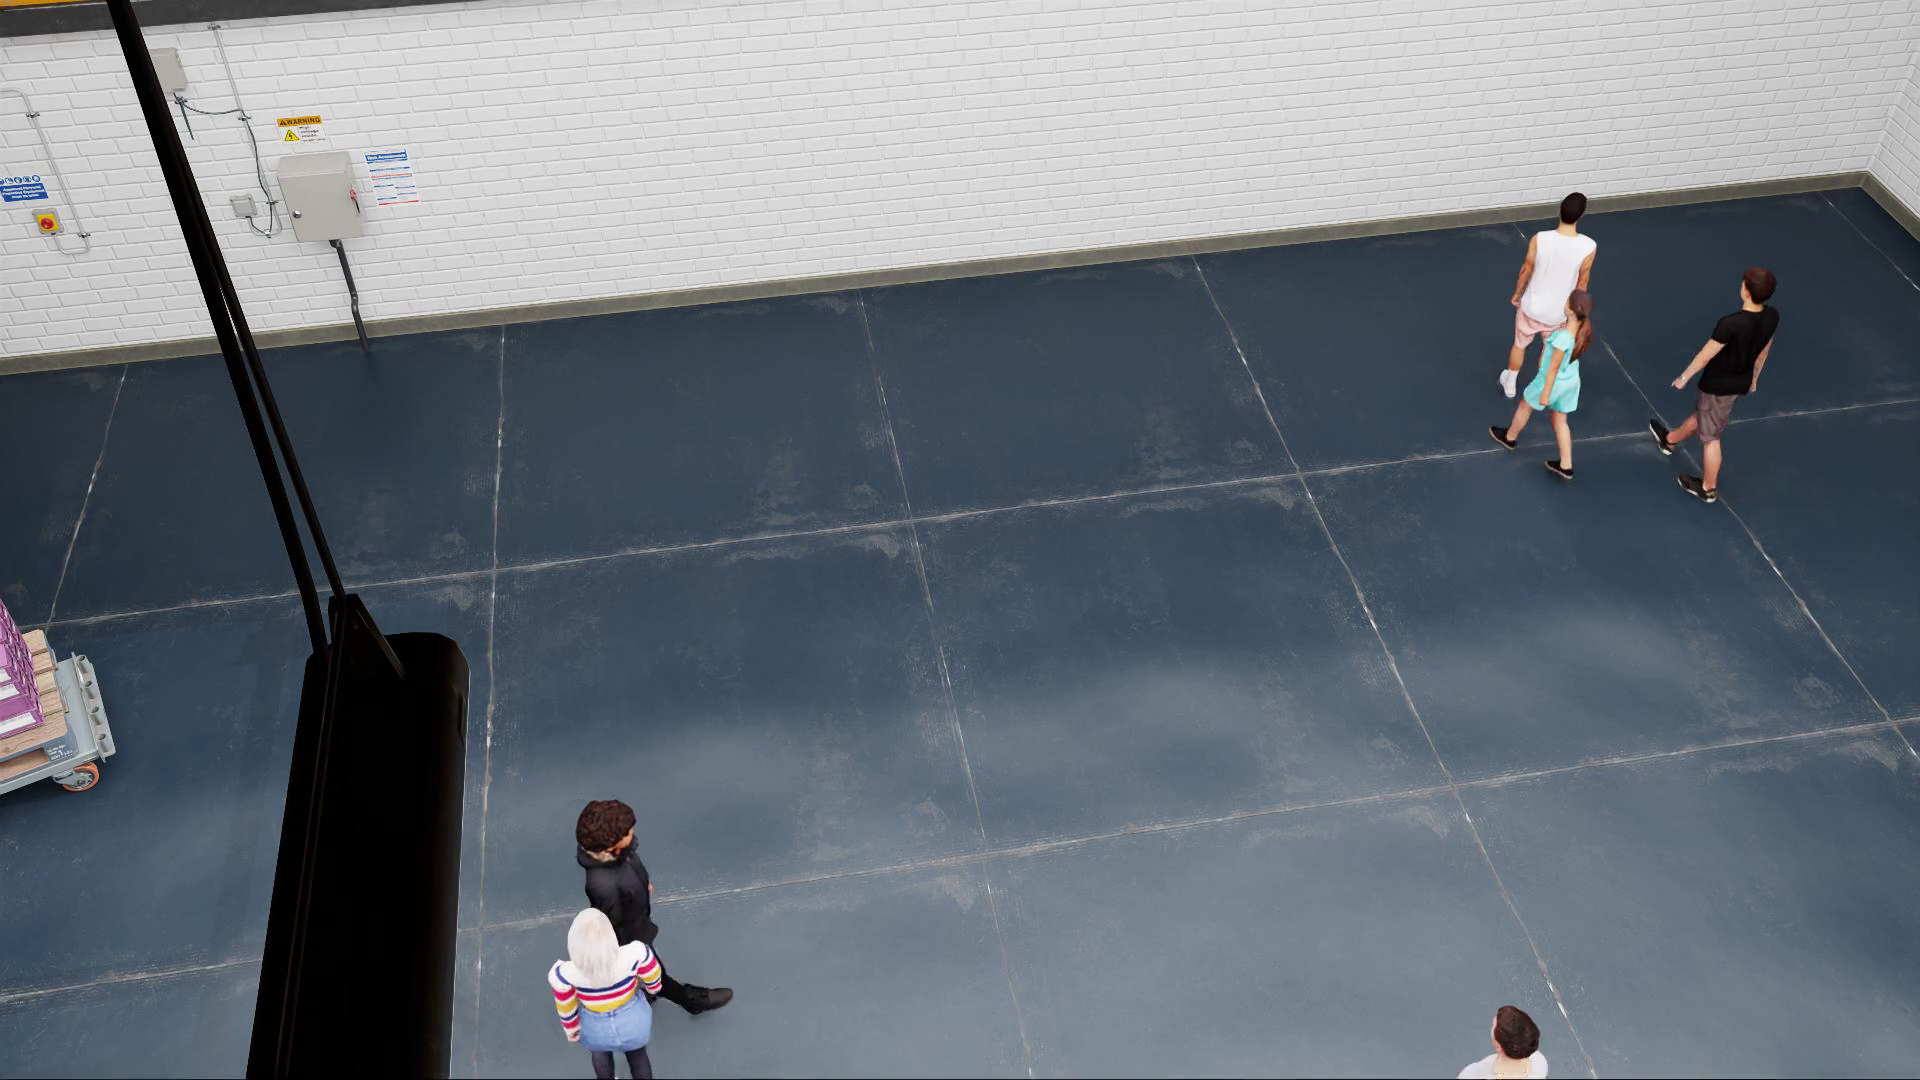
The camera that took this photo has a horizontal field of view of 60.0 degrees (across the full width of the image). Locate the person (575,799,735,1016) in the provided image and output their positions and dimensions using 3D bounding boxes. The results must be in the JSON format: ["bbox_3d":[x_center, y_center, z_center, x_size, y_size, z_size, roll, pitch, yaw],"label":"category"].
[{"bbox_3d":[-1.828,1.980,8.665,0.693,1.748,0.852,-6,44,-7],"label":"person"}]

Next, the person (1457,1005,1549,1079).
[{"bbox_3d":[2.448,2.838,7.711,0.793,1.821,1.081,-15,46,-15],"label":"person"}]

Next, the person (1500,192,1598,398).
[{"bbox_3d":[4.448,-1.800,12.605,0.770,1.786,0.775,11,45,11],"label":"person"}]

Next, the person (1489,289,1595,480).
[{"bbox_3d":[4.387,-1.108,12.067,0.806,1.526,1.063,-23,48,-23],"label":"person"}]

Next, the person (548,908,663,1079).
[{"bbox_3d":[-1.679,2.397,8.188,0.685,1.801,0.597,-13,45,-14],"label":"person"}]

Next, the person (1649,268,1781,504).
[{"bbox_3d":[5.476,-1.045,11.782,0.871,1.828,1.152,-19,47,-19],"label":"person"}]
